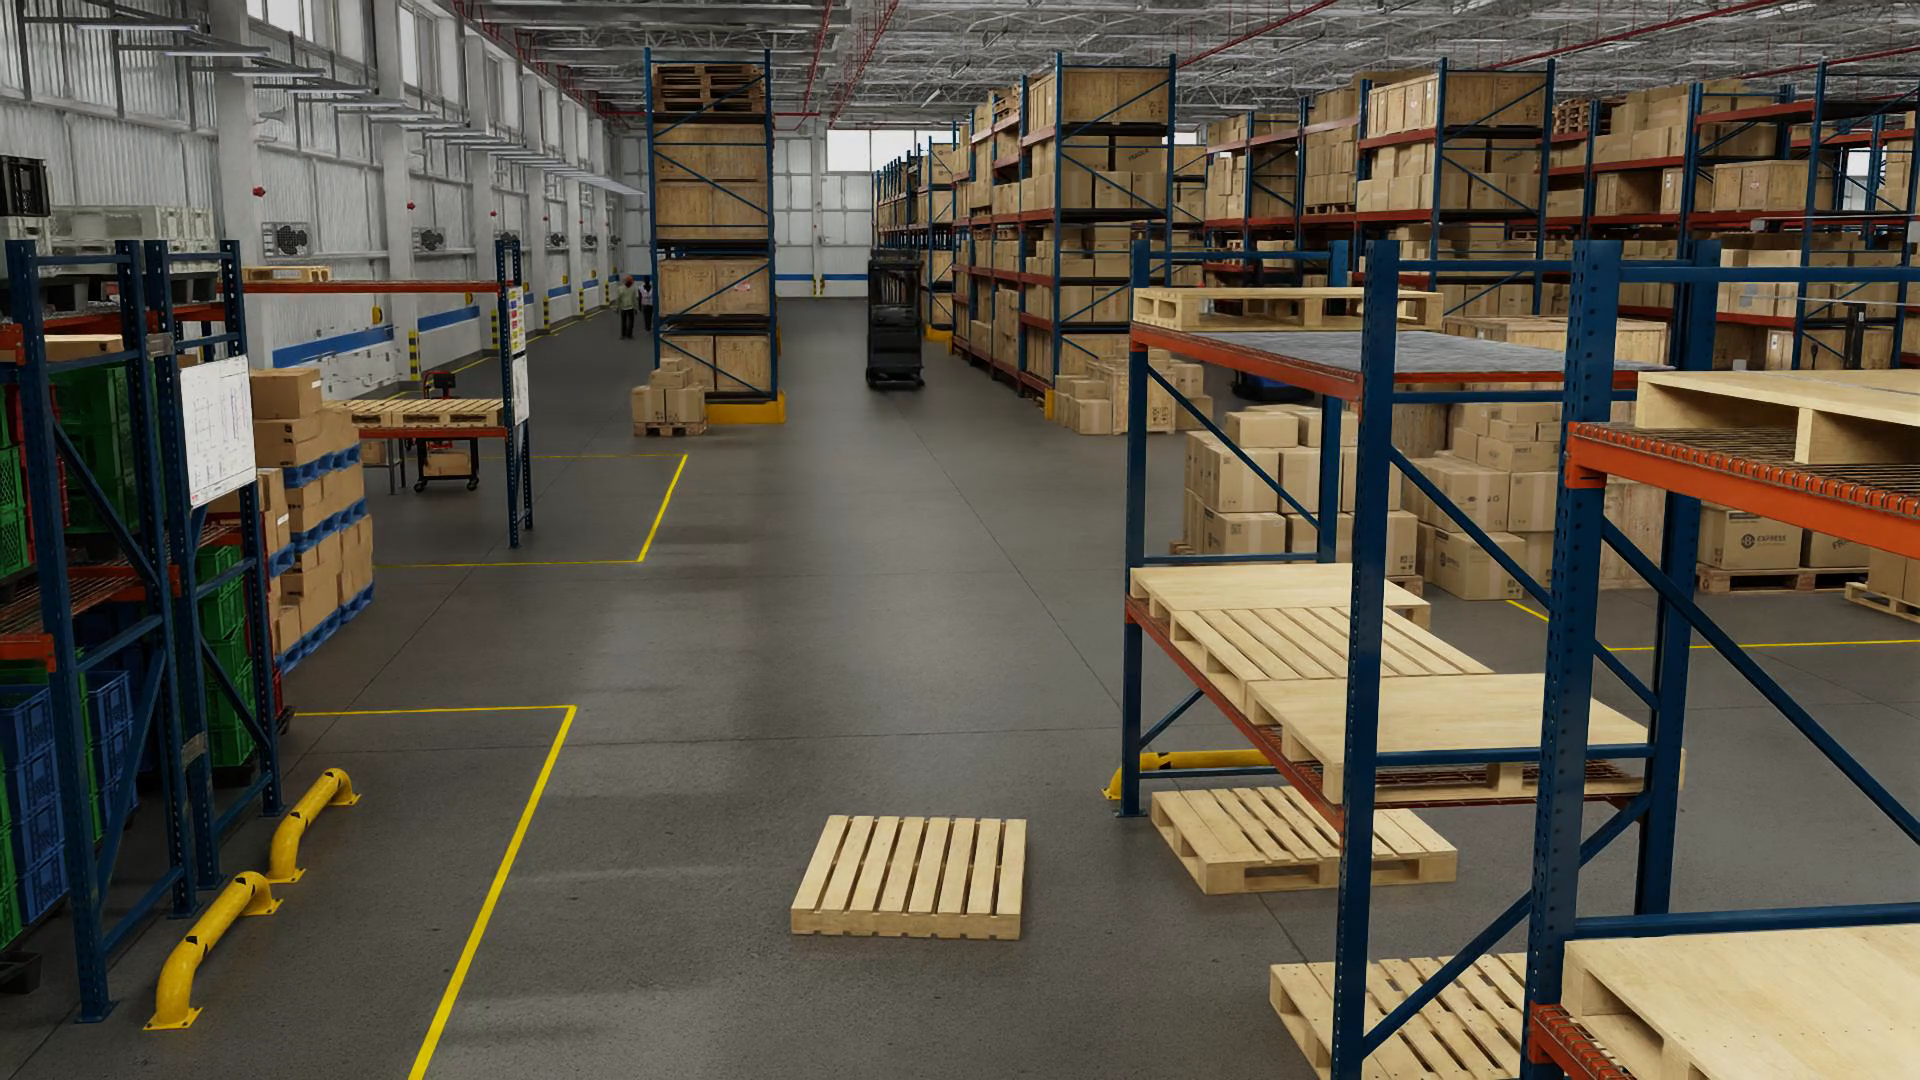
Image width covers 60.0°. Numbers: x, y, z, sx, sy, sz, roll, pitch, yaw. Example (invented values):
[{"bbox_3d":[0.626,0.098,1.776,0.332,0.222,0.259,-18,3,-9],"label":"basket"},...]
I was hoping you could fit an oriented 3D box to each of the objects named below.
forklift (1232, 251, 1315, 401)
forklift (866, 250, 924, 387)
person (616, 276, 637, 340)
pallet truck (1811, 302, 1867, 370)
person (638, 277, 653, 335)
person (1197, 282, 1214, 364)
[{"bbox_3d":[6.013,-4.090,31.598,1.129,2.768,1.873,-1,10,-6],"label":"forklift"},{"bbox_3d":[-1.394,-4.654,34.721,1.129,2.768,1.873,-1,10,-6],"label":"forklift"},{"bbox_3d":[-10.209,-7.092,50.800,0.651,1.955,0.632,-7,12,-35],"label":"person"},{"bbox_3d":[15.846,-3.142,28.793,1.885,1.965,0.823,2,10,12],"label":"pallet truck"},{"bbox_3d":[-10.033,-7.526,53.514,0.591,1.865,1.052,-4,11,-23],"label":"person"},{"bbox_3d":[5.967,-5.381,41.171,0.618,2.017,0.869,-1,10,-6],"label":"person"}]
